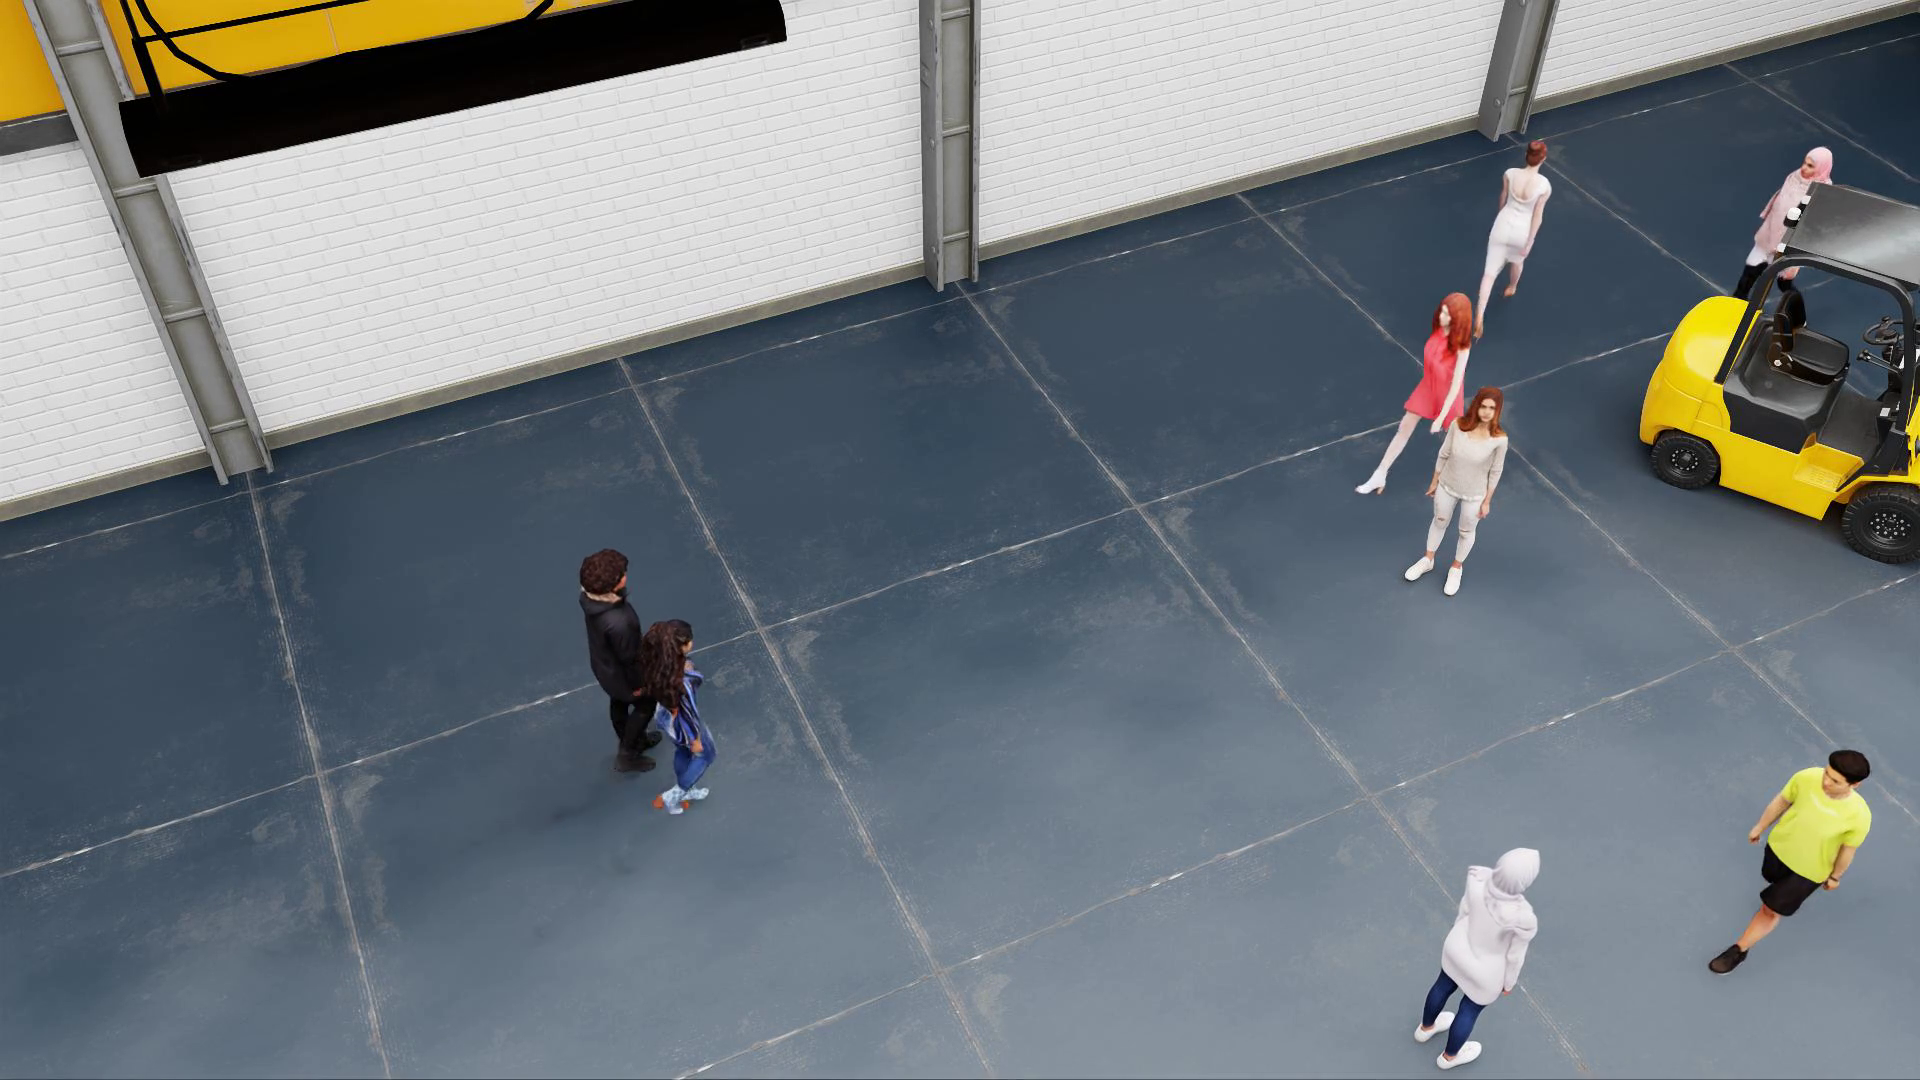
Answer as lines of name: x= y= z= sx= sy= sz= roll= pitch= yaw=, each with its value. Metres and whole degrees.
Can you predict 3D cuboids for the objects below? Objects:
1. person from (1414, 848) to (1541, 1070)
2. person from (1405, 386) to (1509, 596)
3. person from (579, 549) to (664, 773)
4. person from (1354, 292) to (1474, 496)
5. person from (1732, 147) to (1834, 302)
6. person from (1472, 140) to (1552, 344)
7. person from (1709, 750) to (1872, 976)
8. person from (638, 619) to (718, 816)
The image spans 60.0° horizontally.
person: x=2.689 y=2.171 z=8.662 sx=0.562 sy=1.775 sz=0.627 roll=-23 pitch=48 yaw=-22
person: x=3.445 y=-0.367 z=11.369 sx=0.686 sy=1.715 sz=0.704 roll=26 pitch=49 yaw=25
person: x=-2.128 y=0.795 z=10.111 sx=0.745 sy=1.768 sz=0.714 roll=-29 pitch=51 yaw=-27
person: x=3.550 y=-1.018 z=12.015 sx=1.159 sy=1.768 sz=0.651 roll=-15 pitch=46 yaw=-16
person: x=6.710 y=-2.349 z=13.421 sx=1.168 sy=1.756 sz=0.655 roll=-16 pitch=46 yaw=-16
person: x=4.416 y=-2.401 z=13.492 sx=0.944 sy=1.732 sz=1.156 roll=25 pitch=49 yaw=24
person: x=4.720 y=1.695 z=9.238 sx=1.111 sy=1.670 sz=0.696 roll=-21 pitch=47 yaw=-20
person: x=-1.716 y=1.111 z=9.889 sx=0.746 sy=1.616 sz=0.718 roll=-28 pitch=50 yaw=-26
